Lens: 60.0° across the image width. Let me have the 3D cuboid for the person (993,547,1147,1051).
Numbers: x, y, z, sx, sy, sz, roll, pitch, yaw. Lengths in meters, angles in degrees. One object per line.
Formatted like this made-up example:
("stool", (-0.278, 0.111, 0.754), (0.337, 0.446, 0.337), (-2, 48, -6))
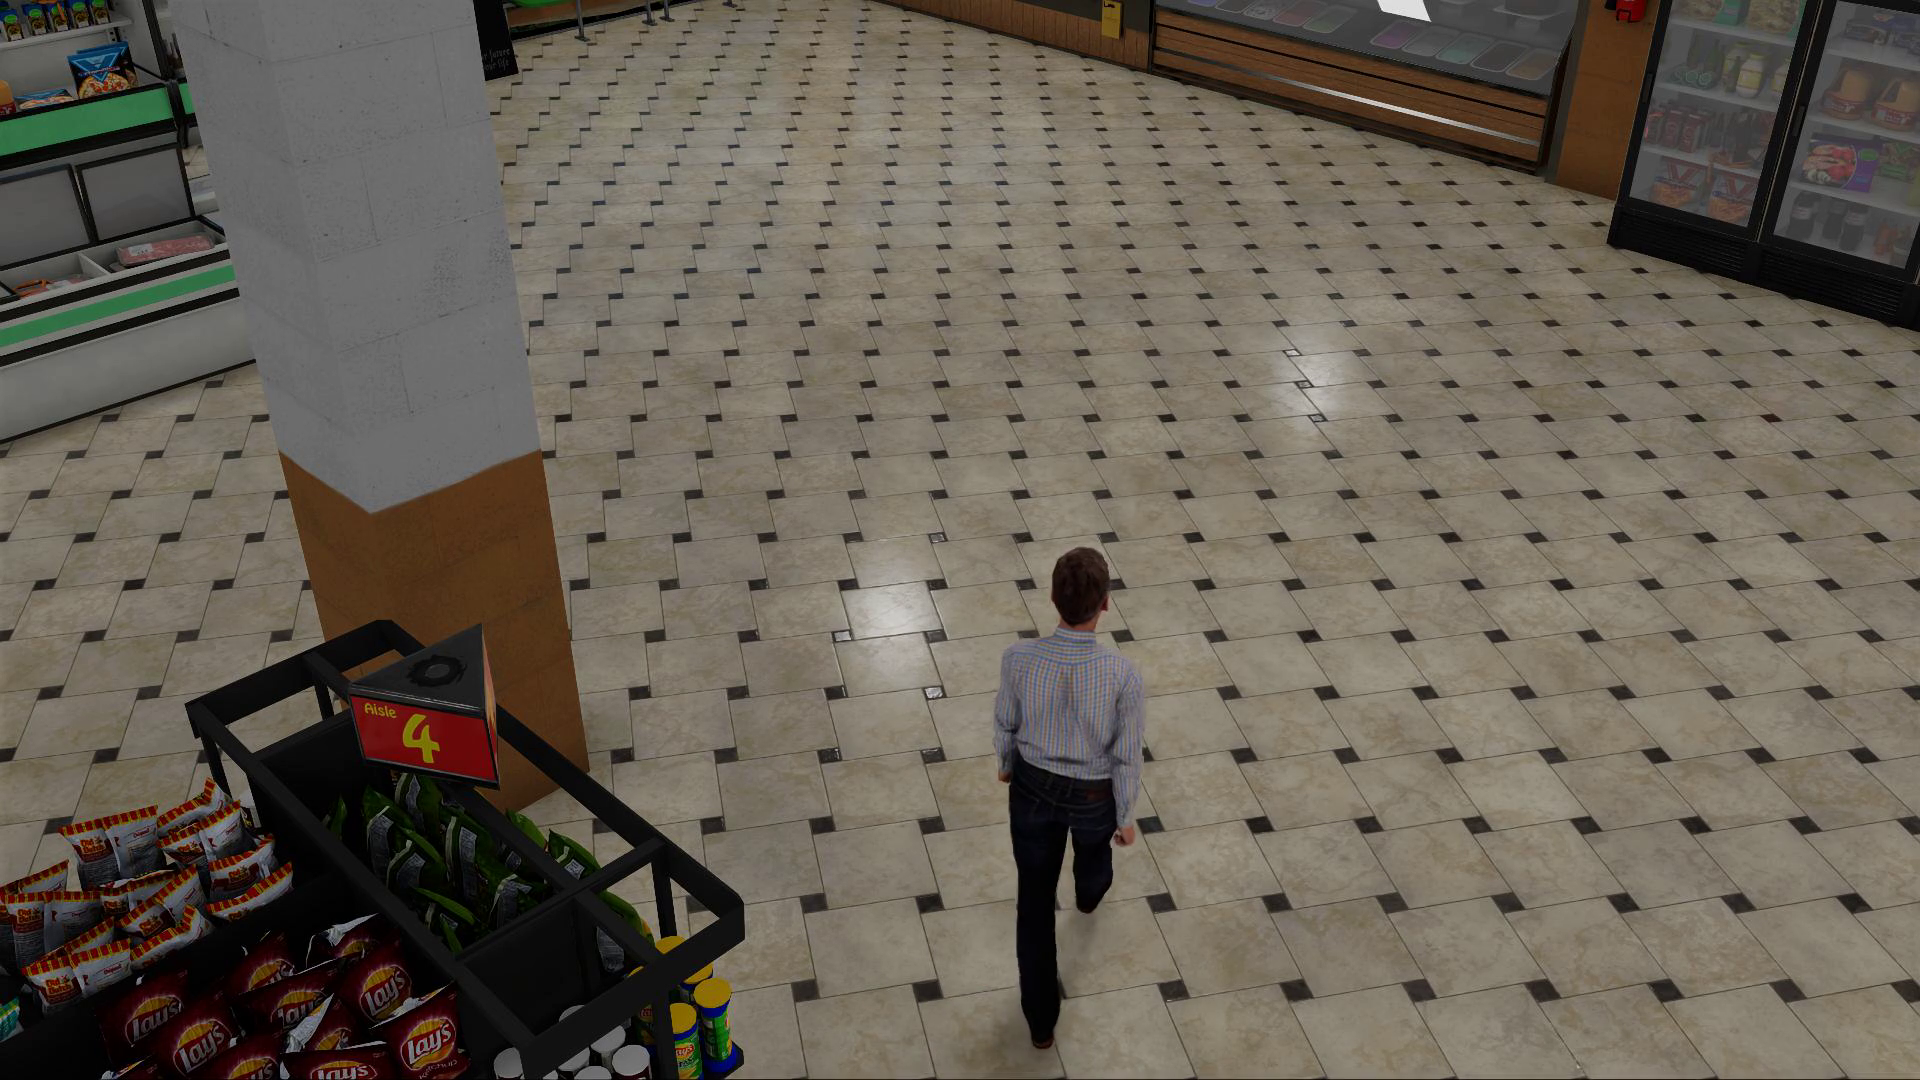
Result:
("person", (0.327, 0.892, 5.483), (1.082, 1.766, 1.278), (7, 33, 11))
